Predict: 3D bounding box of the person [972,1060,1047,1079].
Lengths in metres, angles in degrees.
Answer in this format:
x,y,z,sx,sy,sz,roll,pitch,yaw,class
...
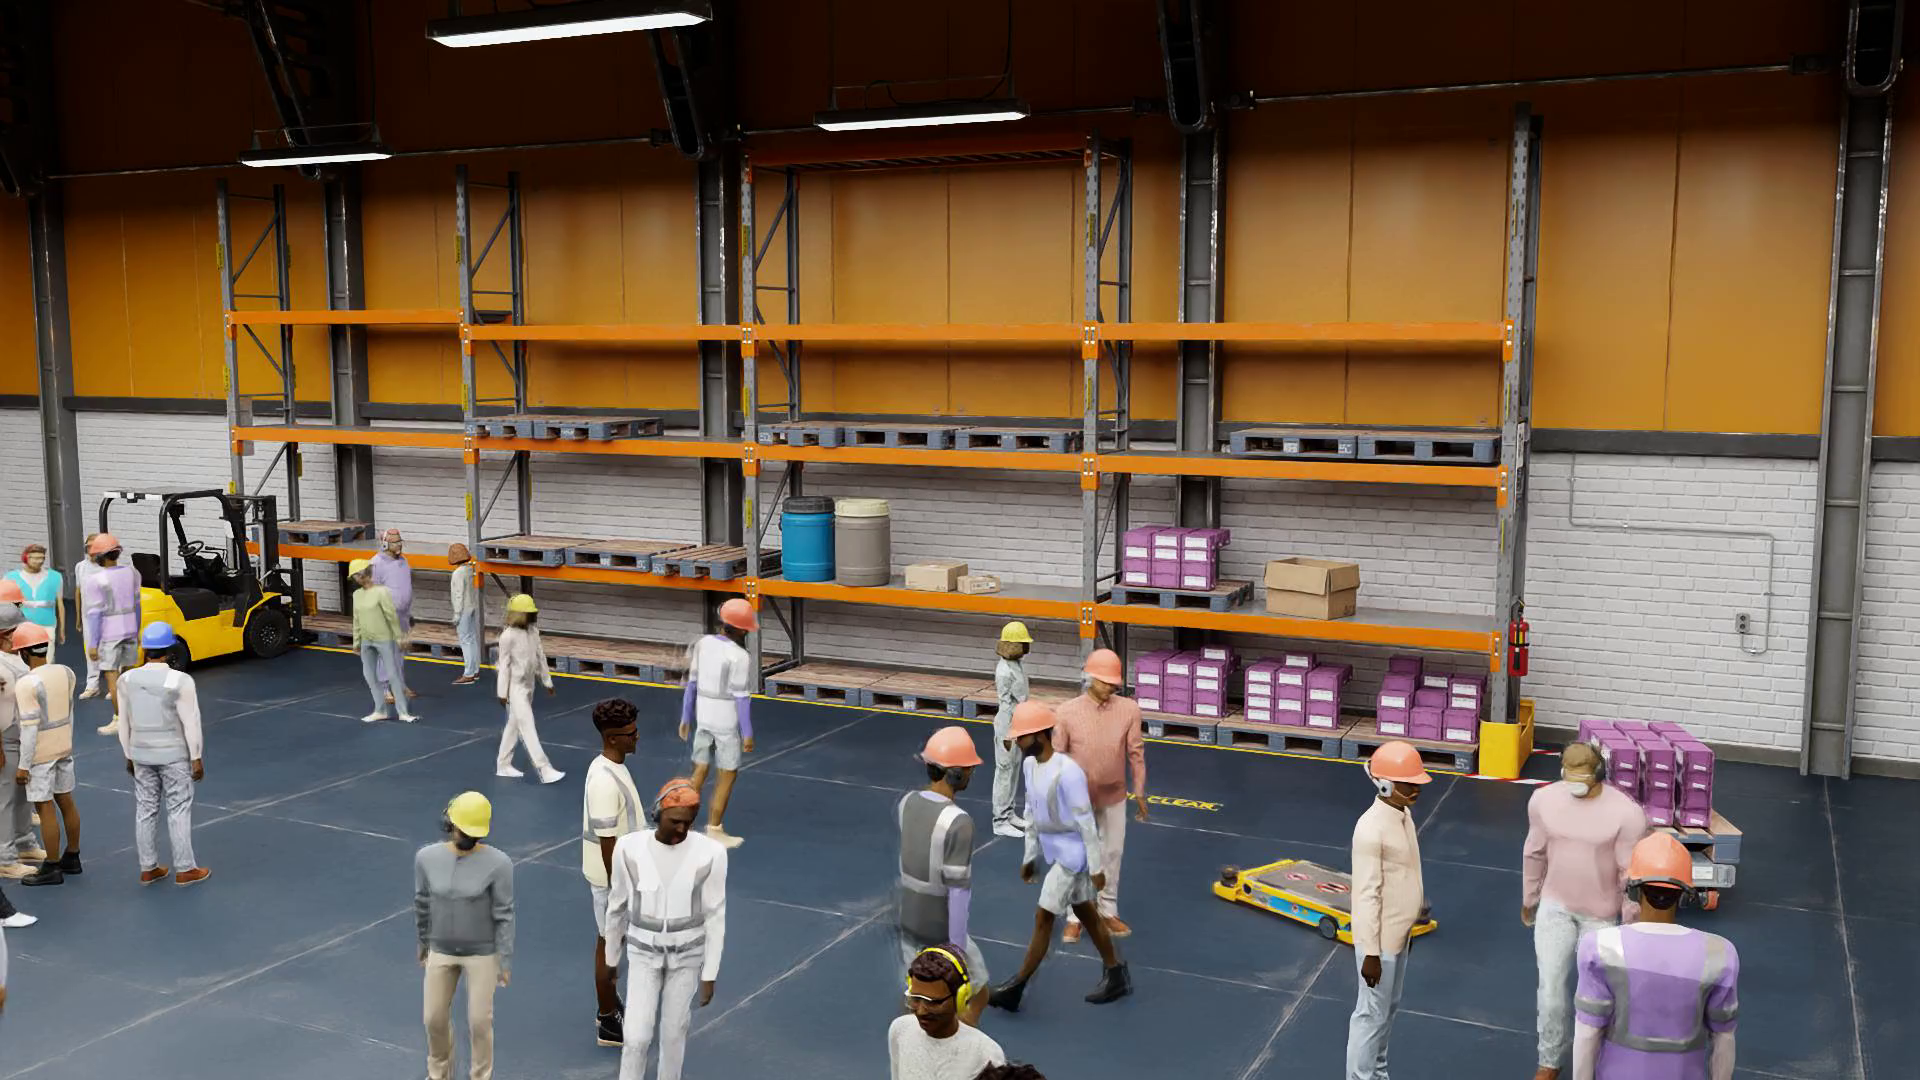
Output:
x,y,z,sx,sy,sz,roll,pitch,yaw,class
0.137,2.453,4.800,0.604,1.915,0.969,-7,10,-44,person

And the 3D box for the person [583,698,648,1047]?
x,y,z,sx,sy,sz,roll,pitch,yaw,class
-1.953,1.865,9.444,0.366,1.967,0.602,-1,7,-10,person

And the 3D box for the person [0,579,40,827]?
x,y,z,sx,sy,sz,roll,pitch,yaw,class
-7.740,1.332,13.546,0.615,2.040,0.391,3,7,22,person

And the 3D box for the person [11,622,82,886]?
x,y,z,sx,sy,sz,roll,pitch,yaw,class
-6.705,1.557,12.156,0.374,1.929,0.542,1,7,7,person

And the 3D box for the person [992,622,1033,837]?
x,y,z,sx,sy,sz,roll,pitch,yaw,class
0.431,1.509,13.351,0.318,1.736,0.486,2,7,17,person

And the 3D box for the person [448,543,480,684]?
x,y,z,sx,sy,sz,roll,pitch,yaw,class
-5.752,0.846,19.236,0.281,1.631,0.504,0,7,2,person

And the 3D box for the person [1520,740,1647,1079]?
x,y,z,sx,sy,sz,roll,pitch,yaw,class
3.375,1.961,8.983,0.648,1.897,0.891,5,9,38,person

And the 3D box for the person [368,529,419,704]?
x,y,z,sx,sy,sz,roll,pitch,yaw,class
-6.216,0.827,18.272,0.405,1.911,0.636,2,7,17,person

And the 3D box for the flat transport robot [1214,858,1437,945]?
x,y,z,sx,sy,sz,roll,pitch,yaw,class
2.492,2.464,11.444,0.652,0.197,1.431,-5,9,-37,flat transport robot

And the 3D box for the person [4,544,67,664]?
x,y,z,sx,sy,sz,roll,pitch,yaw,class
-9.879,0.935,17.779,0.574,1.818,0.636,-4,8,-29,person

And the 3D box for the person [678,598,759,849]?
x,y,z,sx,sy,sz,roll,pitch,yaw,class
-1.914,1.426,12.994,0.762,1.988,0.512,6,9,40,person

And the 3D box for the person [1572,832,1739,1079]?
x,y,z,sx,sy,sz,roll,pitch,yaw,class
2.741,2.169,6.628,0.616,2.041,0.379,1,7,8,person

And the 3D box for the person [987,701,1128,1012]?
x,y,z,sx,sy,sz,roll,pitch,yaw,class
0.563,1.870,9.855,1.017,1.852,0.552,-3,7,-20,person

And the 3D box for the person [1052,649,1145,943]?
x,y,z,sx,sy,sz,roll,pitch,yaw,class
0.899,1.680,10.952,0.645,1.980,0.447,-2,7,-15,person

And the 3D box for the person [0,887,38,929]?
x,y,z,sx,sy,sz,roll,pitch,yaw,class
-6.730,1.698,11.199,0.896,1.878,0.600,-1,7,-9,person

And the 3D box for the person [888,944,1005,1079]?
x,y,z,sx,sy,sz,roll,pitch,yaw,class
-0.072,2.344,5.957,0.517,1.860,0.321,5,9,36,person

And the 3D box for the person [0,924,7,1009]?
x,y,z,sx,sy,sz,roll,pitch,yaw,class
-4.920,2.134,7.976,0.609,1.785,0.954,-3,8,-27,person

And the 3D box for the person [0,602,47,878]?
x,y,z,sx,sy,sz,roll,pitch,yaw,class
-7.014,1.471,12.404,0.539,2.000,0.688,-1,7,-8,person

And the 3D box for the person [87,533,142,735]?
x,y,z,sx,sy,sz,roll,pitch,yaw,class
-8.532,0.943,16.777,0.403,2.041,0.611,3,7,20,person

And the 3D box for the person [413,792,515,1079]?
x,y,z,sx,sy,sz,roll,pitch,yaw,class
-2.530,2.101,8.480,0.571,1.722,0.446,0,7,4,person

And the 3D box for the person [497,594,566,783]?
x,y,z,sx,sy,sz,roll,pitch,yaw,class
-3.858,1.332,14.917,0.875,1.699,0.508,3,7,21,person

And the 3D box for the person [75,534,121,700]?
x,y,z,sx,sy,sz,roll,pitch,yaw,class
-9.510,0.847,18.359,0.506,1.847,0.345,0,7,0,person

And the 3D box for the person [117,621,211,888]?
x,y,z,sx,sy,sz,roll,pitch,yaw,class
-5.783,1.556,12.088,0.630,1.943,0.408,1,7,8,person

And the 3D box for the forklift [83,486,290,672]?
x,y,z,sx,sy,sz,roll,pitch,yaw,class
-9.426,0.454,20.179,1.214,2.155,2.313,3,8,26,forklift

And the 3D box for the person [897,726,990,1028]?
x,y,z,sx,sy,sz,roll,pitch,yaw,class
-0.100,1.951,8.484,0.470,2.023,0.618,-5,9,-37,person

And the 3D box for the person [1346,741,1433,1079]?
x,y,z,sx,sy,sz,roll,pitch,yaw,class
2.152,1.983,8.358,0.391,1.992,0.623,4,8,30,person

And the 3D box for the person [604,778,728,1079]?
x,y,z,sx,sy,sz,roll,pitch,yaw,class
-1.443,2.080,8.140,0.620,1.856,0.523,-1,7,-7,person

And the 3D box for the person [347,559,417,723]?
x,y,z,sx,sy,sz,roll,pitch,yaw,class
-5.970,1.053,17.170,0.696,1.719,0.386,3,8,25,person
